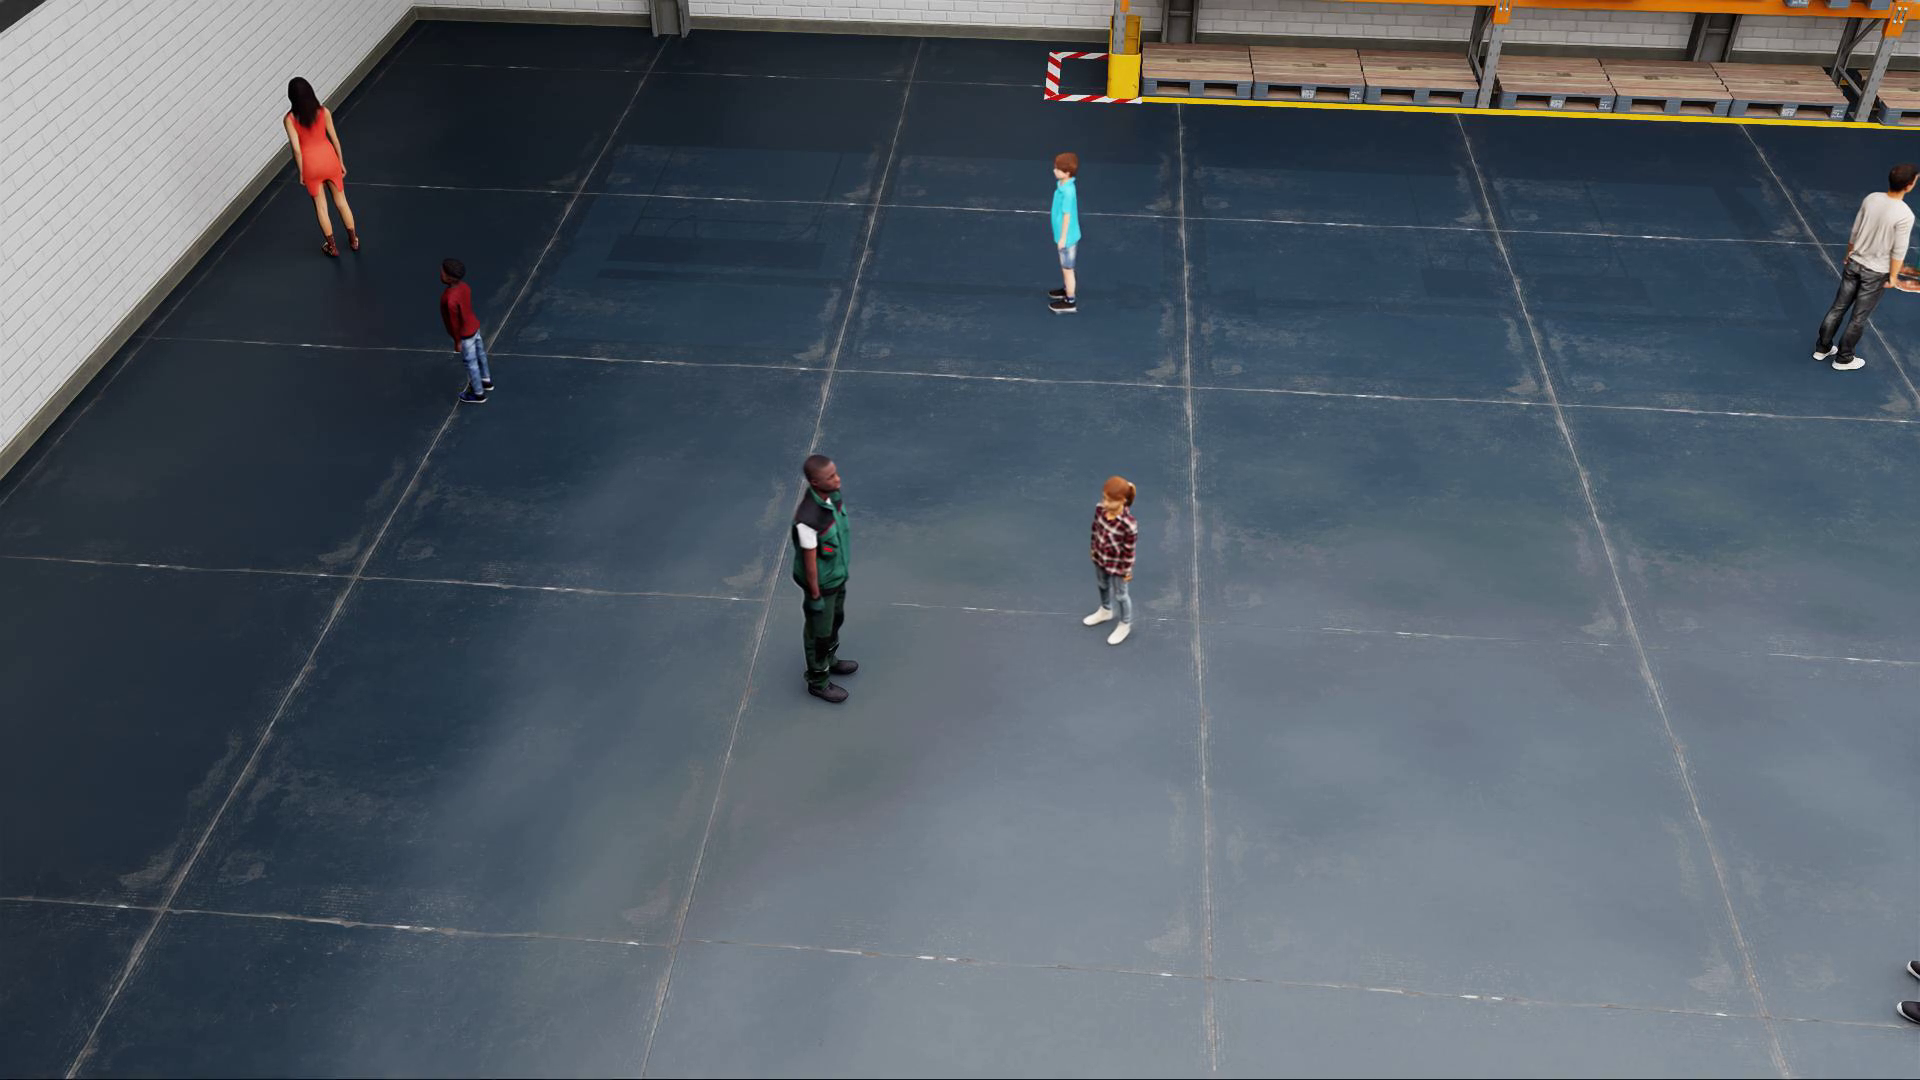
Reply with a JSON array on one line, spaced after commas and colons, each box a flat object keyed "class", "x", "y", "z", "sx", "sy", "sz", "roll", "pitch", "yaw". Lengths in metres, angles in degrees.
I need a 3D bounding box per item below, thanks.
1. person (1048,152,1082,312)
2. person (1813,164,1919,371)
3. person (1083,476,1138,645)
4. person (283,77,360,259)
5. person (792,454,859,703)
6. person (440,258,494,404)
[{"class": "person", "x": 0.938, "y": -2.694, "z": 14.464, "sx": 0.519, "sy": 1.447, "sz": 0.538, "roll": -2, "pitch": 39, "yaw": -3}, {"class": "person", "x": 7.426, "y": -2.235, "z": 13.597, "sx": 0.732, "sy": 1.812, "sz": 0.730, "roll": -17, "pitch": 42, "yaw": -20}, {"class": "person", "x": 1.031, "y": 0.105, "z": 11.076, "sx": 0.659, "sy": 1.301, "sz": 0.603, "roll": -27, "pitch": 46, "yaw": -29}, {"class": "person", "x": -5.815, "y": -3.391, "z": 15.119, "sx": 0.652, "sy": 1.719, "sz": 0.729, "roll": -23, "pitch": 44, "yaw": -26}, {"class": "person", "x": -0.867, "y": 0.215, "z": 10.509, "sx": 0.621, "sy": 1.838, "sz": 0.711, "roll": 8, "pitch": 39, "yaw": 9}, {"class": "person", "x": -3.969, "y": -1.693, "z": 13.365, "sx": 0.474, "sy": 1.254, "sz": 0.485, "roll": 3, "pitch": 39, "yaw": 4}]
